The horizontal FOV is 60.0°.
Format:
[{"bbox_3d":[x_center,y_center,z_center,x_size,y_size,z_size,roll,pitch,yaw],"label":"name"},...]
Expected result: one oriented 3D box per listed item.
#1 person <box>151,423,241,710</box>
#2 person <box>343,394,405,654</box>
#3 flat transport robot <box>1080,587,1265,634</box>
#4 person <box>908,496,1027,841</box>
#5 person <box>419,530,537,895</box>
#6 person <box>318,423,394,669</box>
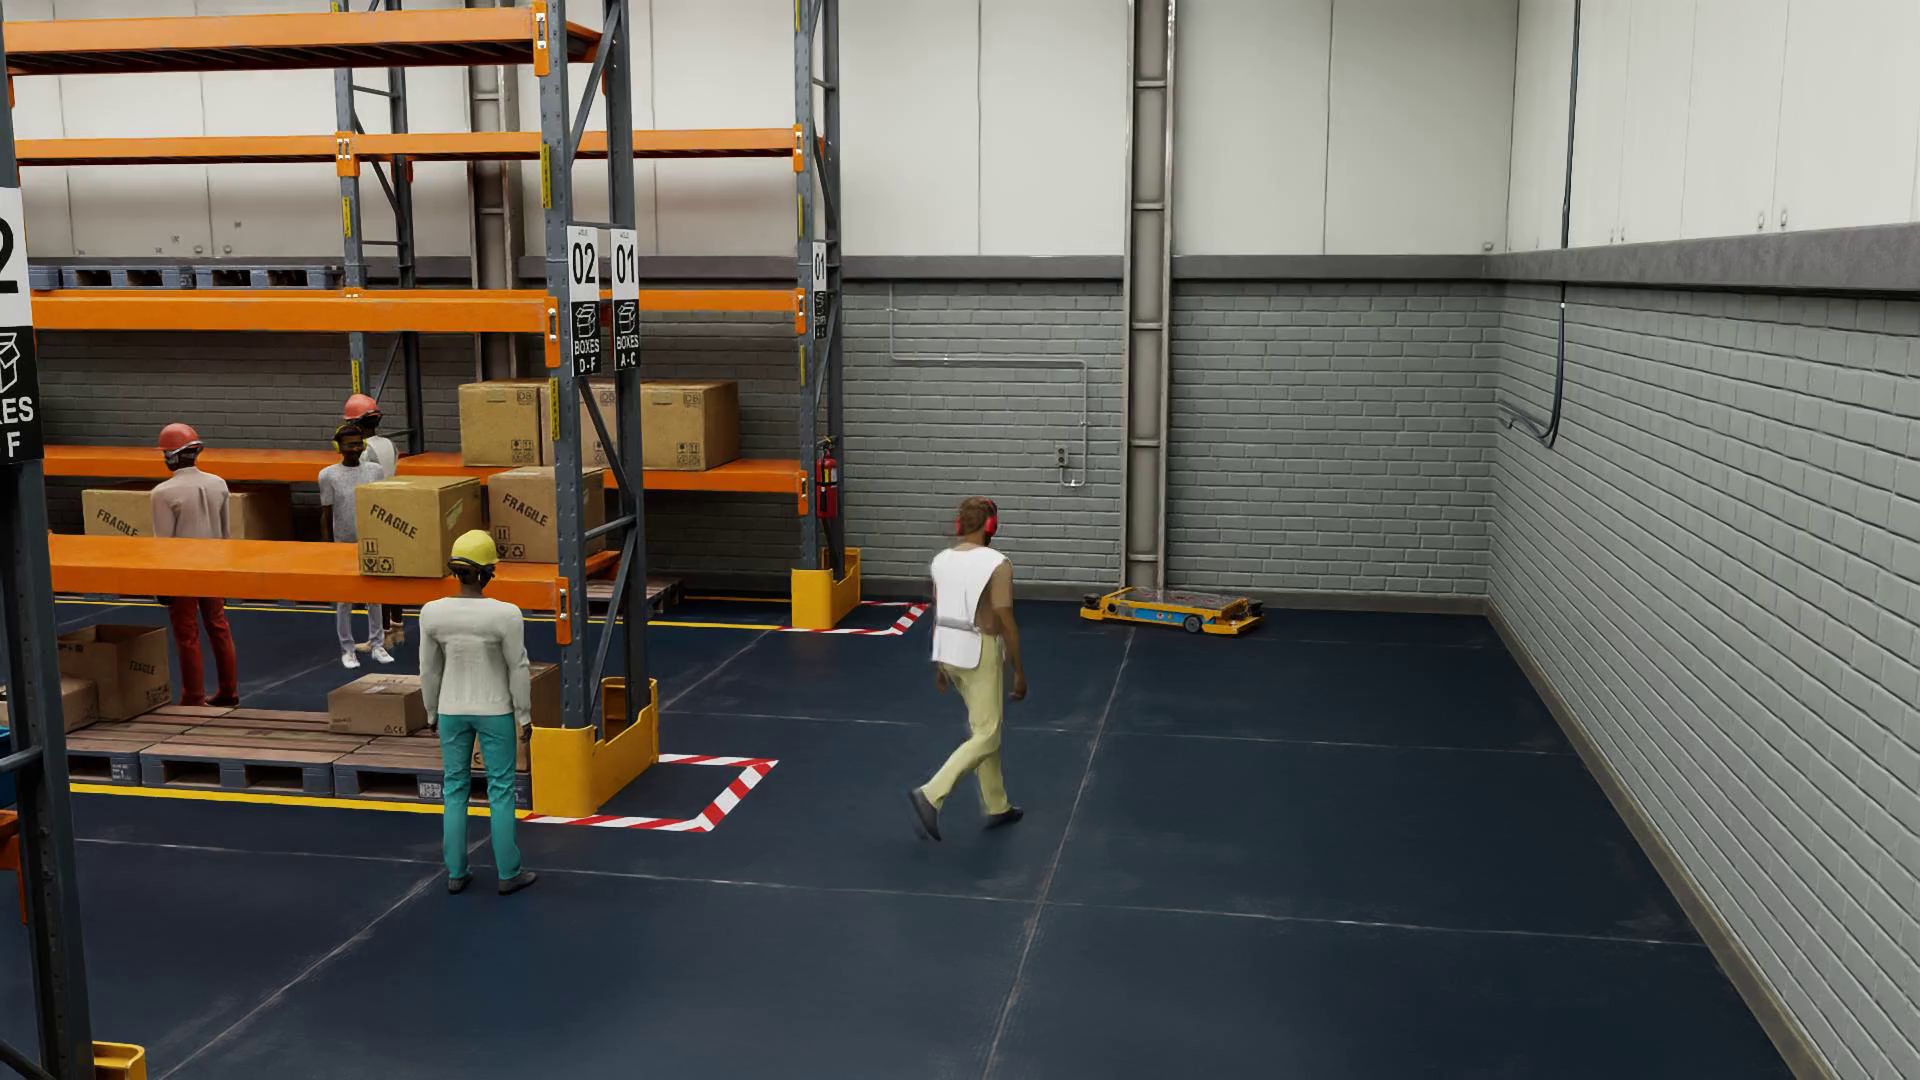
[{"bbox_3d":[-5.157,0.206,11.175,0.401,1.986,0.613,4,10,23],"label":"person"},{"bbox_3d":[-4.621,-0.124,13.057,0.394,2.040,0.608,1,9,6],"label":"person"},{"bbox_3d":[1.806,0.582,14.148,1.431,0.197,0.652,5,11,30],"label":"flat transport robot"},{"bbox_3d":[0.021,0.679,8.799,0.758,1.802,0.662,-7,11,-37],"label":"person"},{"bbox_3d":[-2.310,0.829,7.994,0.534,1.767,0.320,1,9,6],"label":"person"},{"bbox_3d":[-4.558,0.044,12.579,0.514,1.866,0.337,-7,12,-39],"label":"person"}]
